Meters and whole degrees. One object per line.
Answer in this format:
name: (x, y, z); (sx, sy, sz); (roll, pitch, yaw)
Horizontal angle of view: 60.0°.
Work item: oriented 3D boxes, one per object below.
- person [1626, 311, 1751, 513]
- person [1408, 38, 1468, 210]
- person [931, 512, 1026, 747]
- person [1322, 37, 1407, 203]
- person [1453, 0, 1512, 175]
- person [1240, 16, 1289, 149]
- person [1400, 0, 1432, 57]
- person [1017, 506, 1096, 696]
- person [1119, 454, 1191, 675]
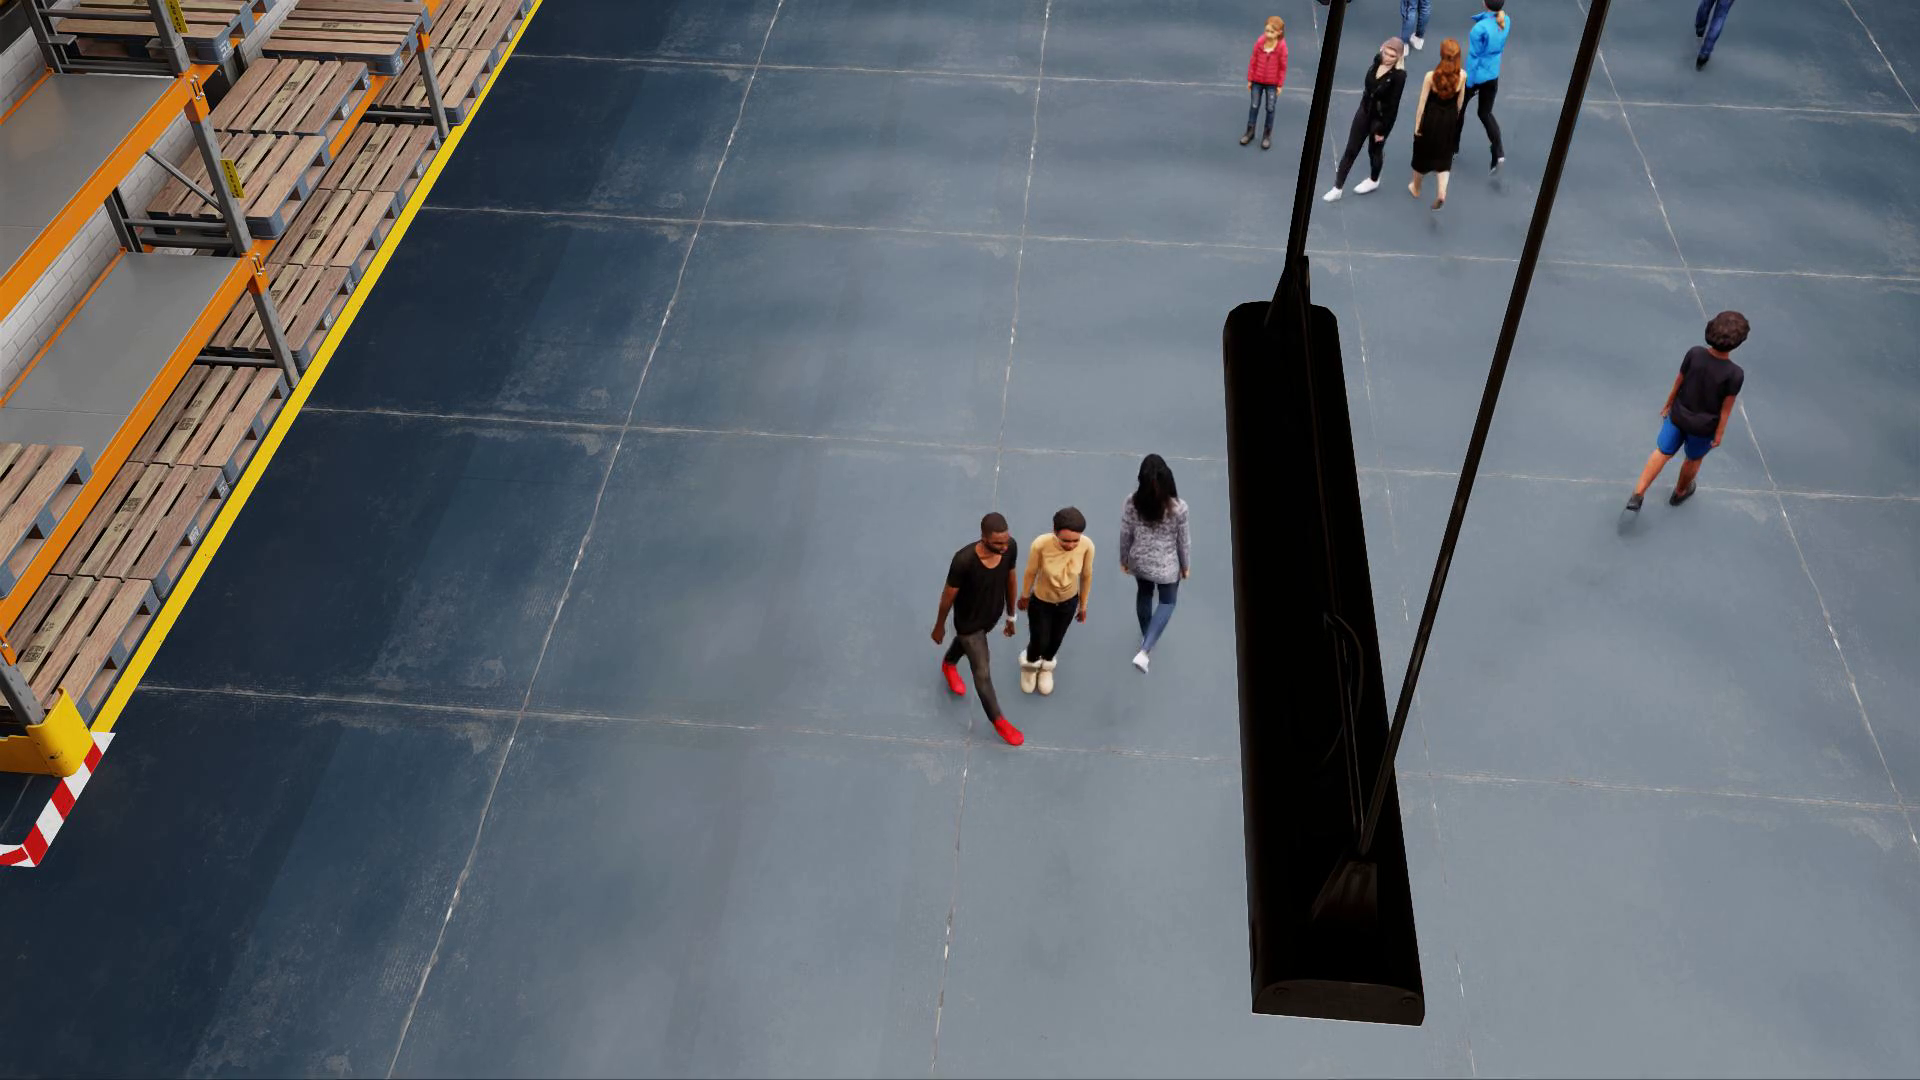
person: (5.239, -0.854, 11.944); (1.105, 1.780, 1.015); (-33, 53, -30)
person: (4.355, -3.747, 15.101); (0.600, 1.613, 0.862); (3, 44, 3)
person: (0.059, 0.424, 10.624); (1.192, 1.750, 1.273); (-26, 49, -25)
person: (3.879, -3.852, 15.188); (1.036, 1.646, 1.007); (-21, 48, -21)
person: (4.921, -4.249, 15.517); (0.922, 1.767, 1.203); (-14, 45, -14)
person: (2.951, -4.427, 16.029); (0.568, 1.318, 0.580); (16, 46, 16)
person: (4.781, -5.929, 17.249); (0.753, 1.810, 0.801); (-28, 50, -26)
person: (0.603, 0.329, 10.801); (0.679, 1.644, 0.657); (-1, 44, -1)
person: (1.239, 0.199, 10.887); (0.801, 1.713, 1.001); (17, 46, 17)
